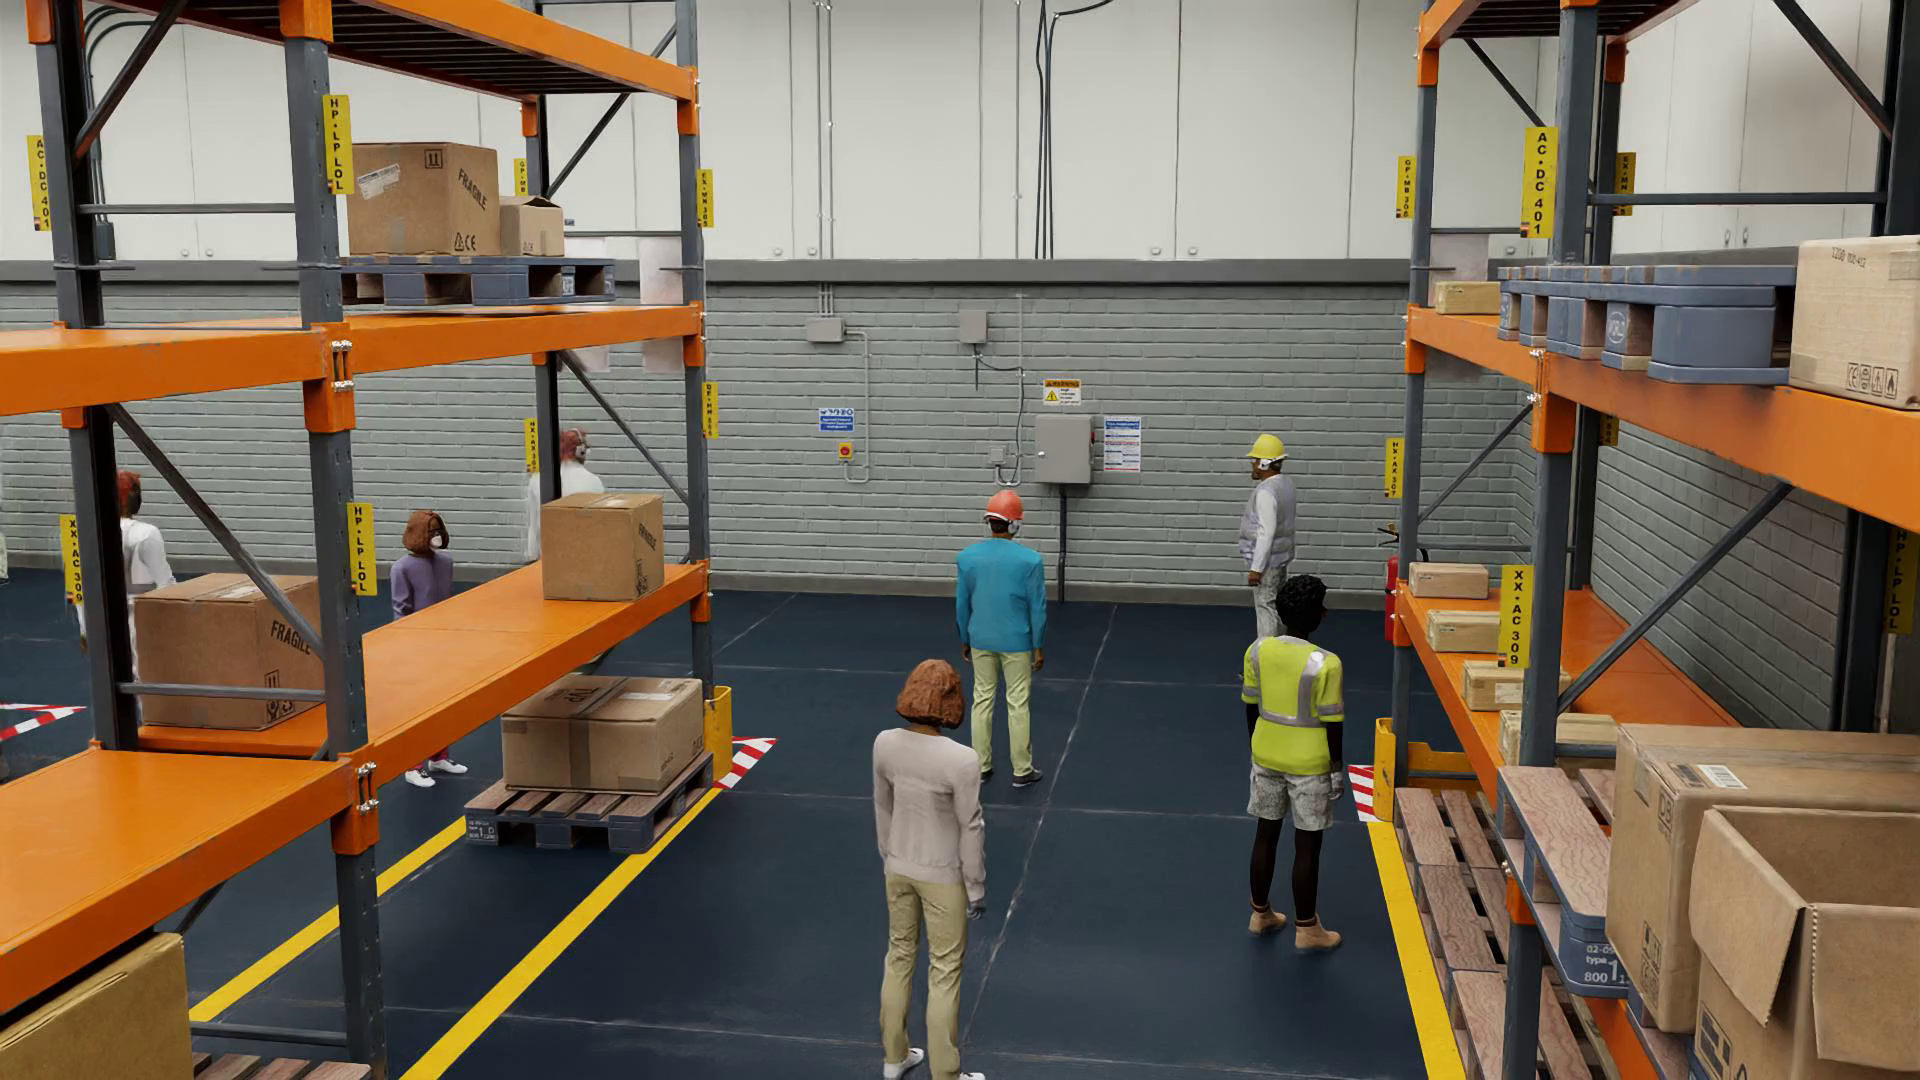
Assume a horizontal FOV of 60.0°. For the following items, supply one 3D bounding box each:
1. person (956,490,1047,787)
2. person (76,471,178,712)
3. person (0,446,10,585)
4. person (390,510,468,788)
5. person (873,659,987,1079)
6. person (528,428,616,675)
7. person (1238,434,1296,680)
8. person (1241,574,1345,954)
[{"bbox_3d":[0.254,0.576,9.824,0.564,1.752,0.339,4,10,24],"label":"person"},{"bbox_3d":[-4.941,0.495,10.065,0.581,1.835,0.973,4,10,22],"label":"person"},{"bbox_3d":[-9.445,-0.414,15.980,0.573,1.739,0.349,4,10,21],"label":"person"},{"bbox_3d":[-3.150,0.628,9.871,0.278,1.634,0.499,4,10,23],"label":"person"},{"bbox_3d":[-0.113,1.240,6.126,0.500,1.628,0.267,7,12,38],"label":"person"},{"bbox_3d":[-2.795,0.101,12.399,0.681,1.863,0.935,6,11,31],"label":"person"},{"bbox_3d":[2.262,0.134,12.306,0.403,1.835,0.586,5,10,26],"label":"person"},{"bbox_3d":[1.499,0.992,7.438,0.315,1.696,0.541,-8,12,-40],"label":"person"}]
